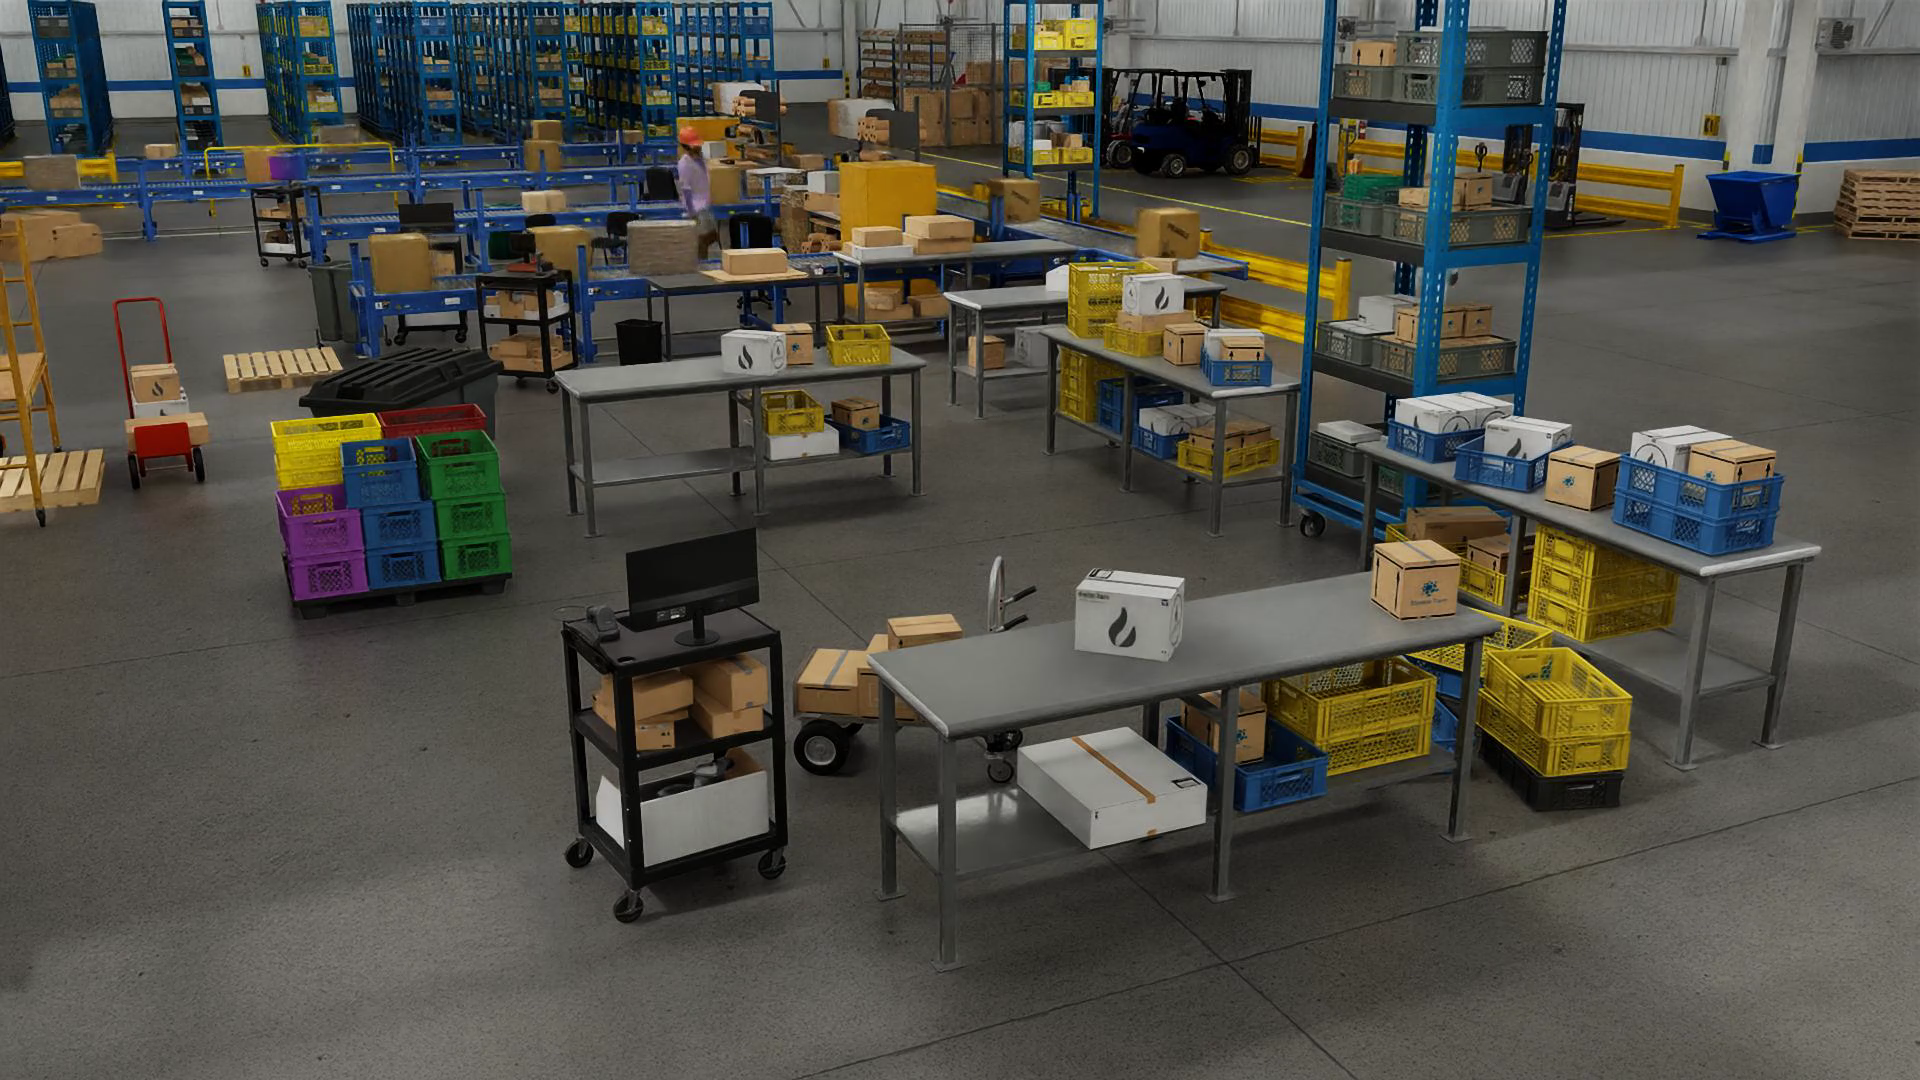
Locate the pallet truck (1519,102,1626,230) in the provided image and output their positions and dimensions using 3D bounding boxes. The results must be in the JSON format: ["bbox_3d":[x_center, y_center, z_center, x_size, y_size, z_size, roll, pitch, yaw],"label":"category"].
[{"bbox_3d":[9.972,-6.037,26.785,1.885,1.965,0.823,-9,20,-25],"label":"pallet truck"}]

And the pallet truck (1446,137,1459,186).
[{"bbox_3d":[9.184,-6.485,29.328,1.630,1.274,0.653,-8,19,-23],"label":"pallet truck"}]

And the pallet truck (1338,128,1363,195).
[{"bbox_3d":[7.845,-7.140,31.411,1.522,1.261,0.704,-9,20,-25],"label":"pallet truck"}]

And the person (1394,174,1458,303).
[{"bbox_3d":[4.604,-2.679,16.455,0.671,1.850,0.965,4,18,12],"label":"person"}]

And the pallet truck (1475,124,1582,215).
[{"bbox_3d":[9.707,-6.455,28.103,1.885,1.965,0.823,-7,19,-20],"label":"pallet truck"}]

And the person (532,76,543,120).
[{"bbox_3d":[-11.677,-12.068,46.042,0.390,1.841,0.569,-7,19,-22],"label":"person"}]

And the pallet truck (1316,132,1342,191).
[{"bbox_3d":[7.723,-7.504,32.656,1.601,1.201,0.680,-8,19,-23],"label":"pallet truck"}]

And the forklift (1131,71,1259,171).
[{"bbox_3d":[4.998,-8.936,35.413,2.680,1.987,1.157,-9,20,-25],"label":"forklift"}]

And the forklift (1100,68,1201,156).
[{"bbox_3d":[4.082,-9.564,37.410,2.680,1.987,1.157,-8,19,-23],"label":"forklift"}]

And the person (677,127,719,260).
[{"bbox_3d":[-3.338,-4.230,21.102,0.567,2.000,0.670,6,18,17],"label":"person"}]
